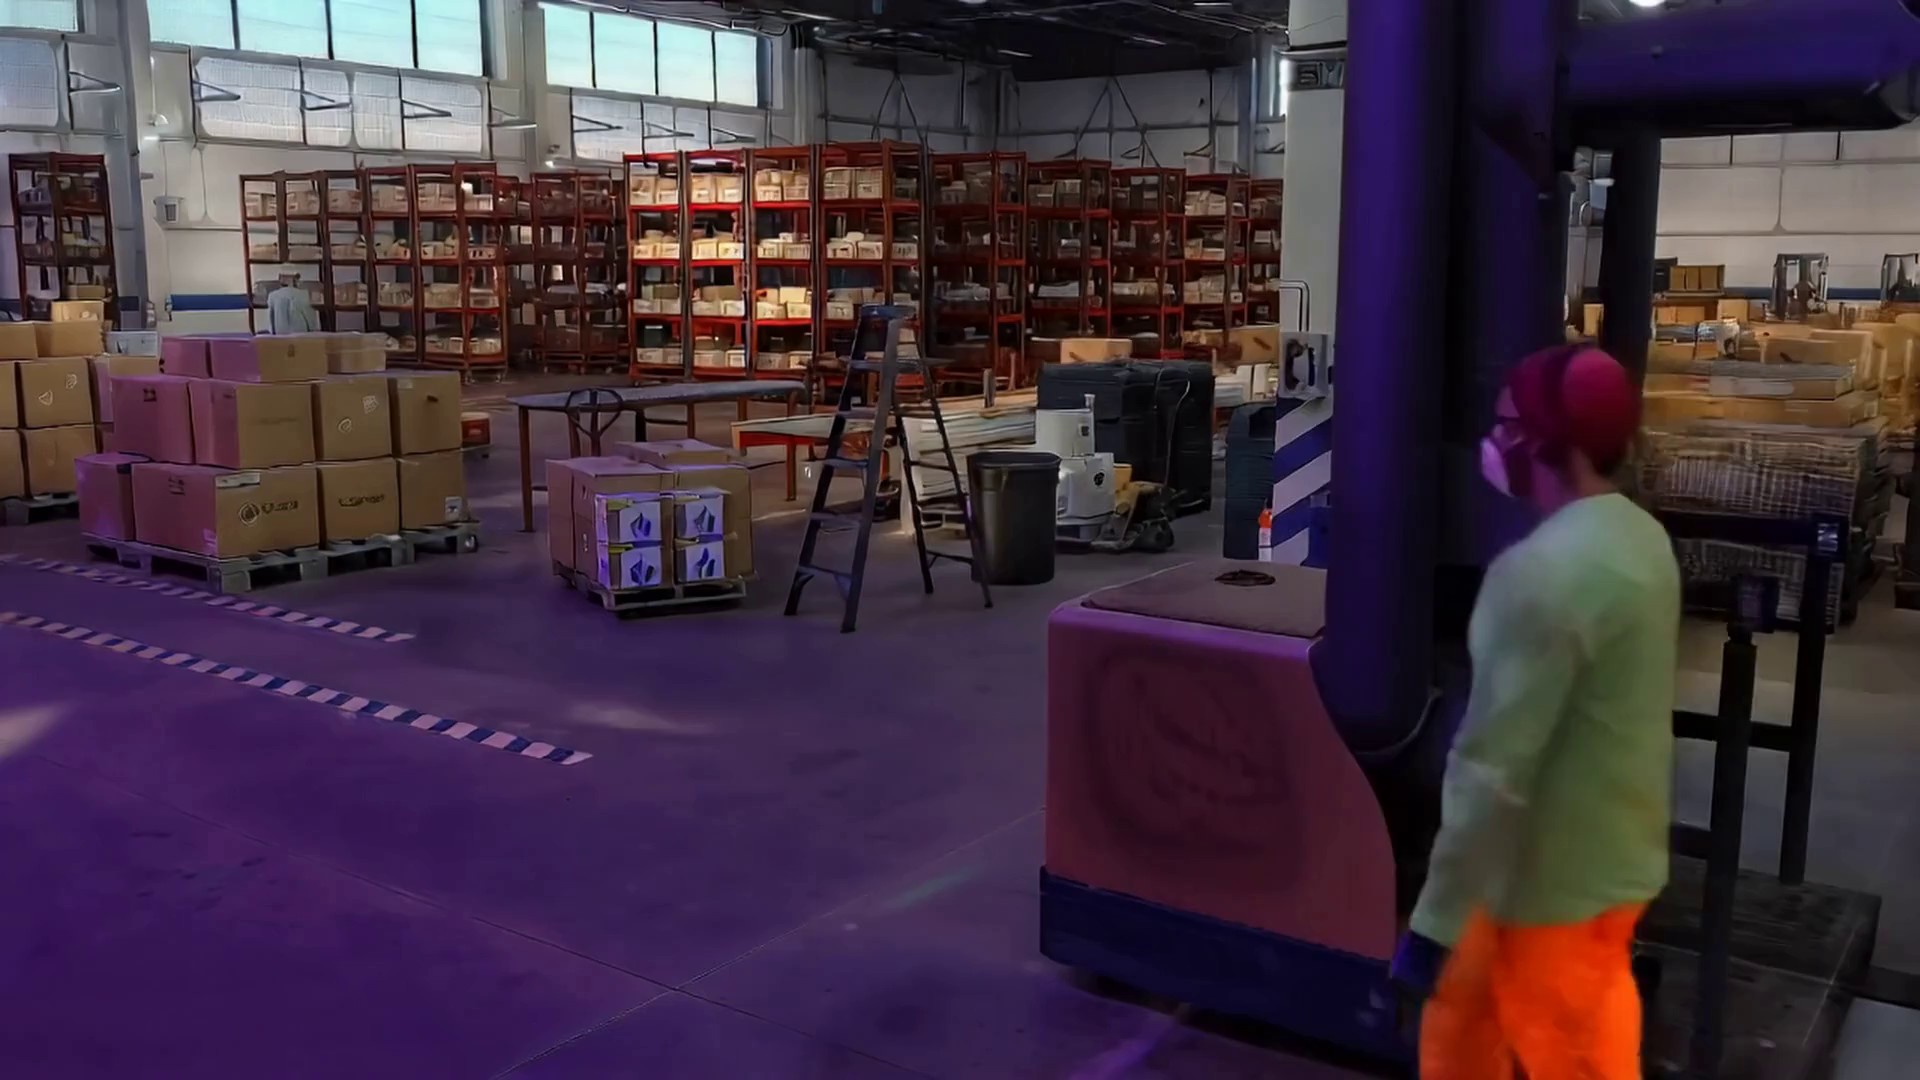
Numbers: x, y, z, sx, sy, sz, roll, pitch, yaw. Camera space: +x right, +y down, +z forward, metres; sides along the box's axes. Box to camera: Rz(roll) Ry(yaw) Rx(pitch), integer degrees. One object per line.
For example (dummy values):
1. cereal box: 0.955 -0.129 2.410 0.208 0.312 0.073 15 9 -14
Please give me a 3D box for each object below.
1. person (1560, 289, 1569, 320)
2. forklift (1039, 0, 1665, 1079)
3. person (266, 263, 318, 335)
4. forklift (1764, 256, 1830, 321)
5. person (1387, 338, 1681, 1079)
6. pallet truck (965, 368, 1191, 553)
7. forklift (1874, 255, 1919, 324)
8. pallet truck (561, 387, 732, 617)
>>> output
1. person: 11.407 -4.243 32.067 0.581 1.790 0.887 7 12 35
2. forklift: 1.249 -0.137 4.360 1.873 2.768 1.129 7 12 35
3. person: -8.539 -2.540 21.308 0.626 1.991 0.380 -1 10 -8
4. forklift: 20.253 -5.854 40.139 1.157 1.987 2.680 7 12 35
5. person: 1.093 0.602 2.887 0.990 1.900 0.632 6 11 33
6. pallet truck: 0.845 -0.609 11.869 1.630 1.274 0.653 7 12 35
7. forklift: 22.089 -5.634 38.796 1.157 1.987 2.680 6 11 33
8. pallet truck: -1.981 -0.274 10.088 0.680 1.201 1.601 -5 11 -28
